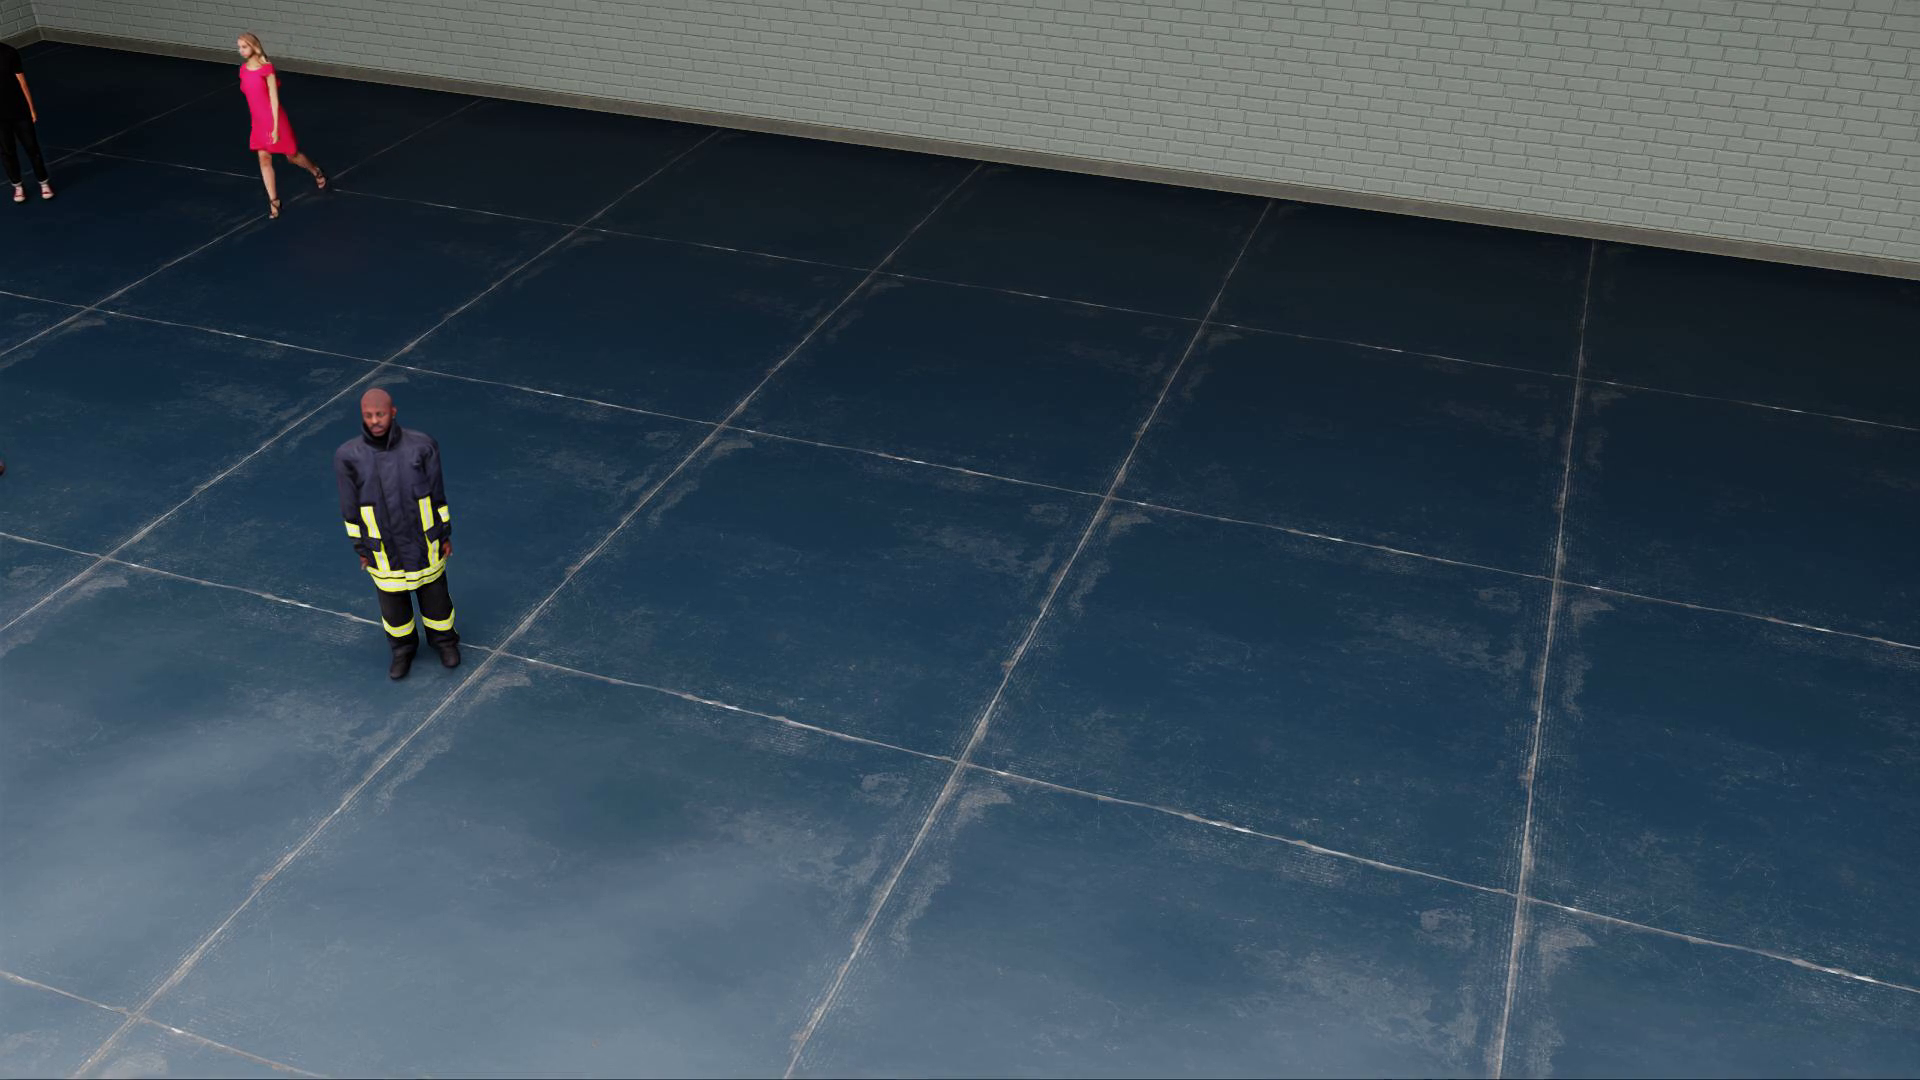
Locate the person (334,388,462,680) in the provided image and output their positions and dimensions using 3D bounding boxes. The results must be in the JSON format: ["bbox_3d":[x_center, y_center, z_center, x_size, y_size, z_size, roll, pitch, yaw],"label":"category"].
[{"bbox_3d":[-3.216,-0.060,9.554,0.864,1.822,0.896,-10,34,-15],"label":"person"}]

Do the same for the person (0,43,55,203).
[{"bbox_3d":[-9.070,-4.100,15.830,0.698,1.753,0.750,-13,35,-19],"label":"person"}]

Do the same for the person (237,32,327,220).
[{"bbox_3d":[-6.386,-3.915,15.599,0.621,1.695,1.024,9,34,13],"label":"person"}]
